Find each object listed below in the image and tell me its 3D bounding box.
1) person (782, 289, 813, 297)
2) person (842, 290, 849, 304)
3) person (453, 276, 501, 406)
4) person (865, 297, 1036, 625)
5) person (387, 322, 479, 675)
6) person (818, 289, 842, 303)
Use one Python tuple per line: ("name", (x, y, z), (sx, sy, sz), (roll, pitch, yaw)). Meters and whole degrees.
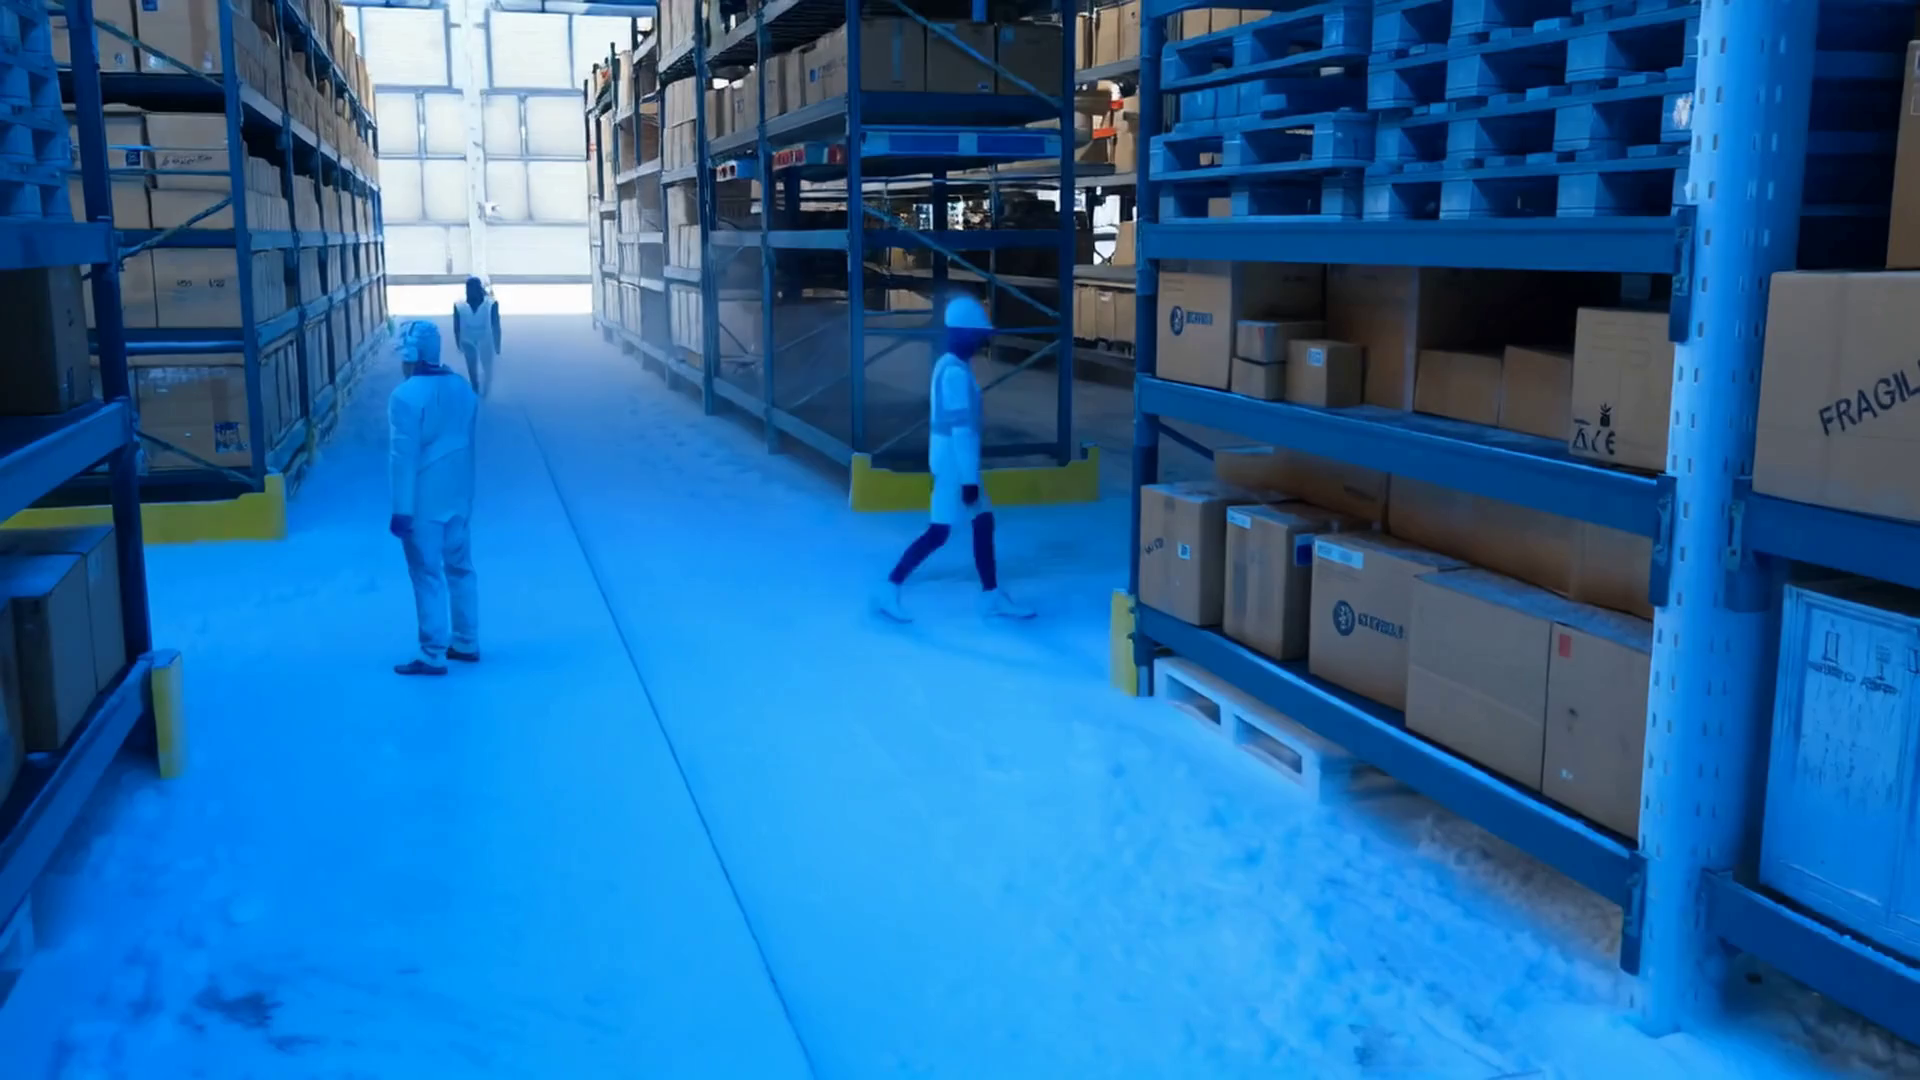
("person", (-3.346, -4.816, 34.092), (0.645, 1.937, 1.033), (0, 10, -1))
("person", (-2.873, -6.537, 44.025), (0.560, 1.742, 0.341), (4, 11, 23))
("person", (-6.772, -2.803, 23.385), (0.634, 1.815, 0.752), (-2, 11, -13))
("person", (-0.087, -0.463, 10.053), (1.024, 2.005, 0.622), (0, 10, -2))
("person", (-2.870, -0.225, 9.009), (0.399, 1.899, 0.646), (3, 11, 17))
("person", (-2.594, -4.556, 33.249), (0.537, 1.712, 0.933), (3, 11, 14))
